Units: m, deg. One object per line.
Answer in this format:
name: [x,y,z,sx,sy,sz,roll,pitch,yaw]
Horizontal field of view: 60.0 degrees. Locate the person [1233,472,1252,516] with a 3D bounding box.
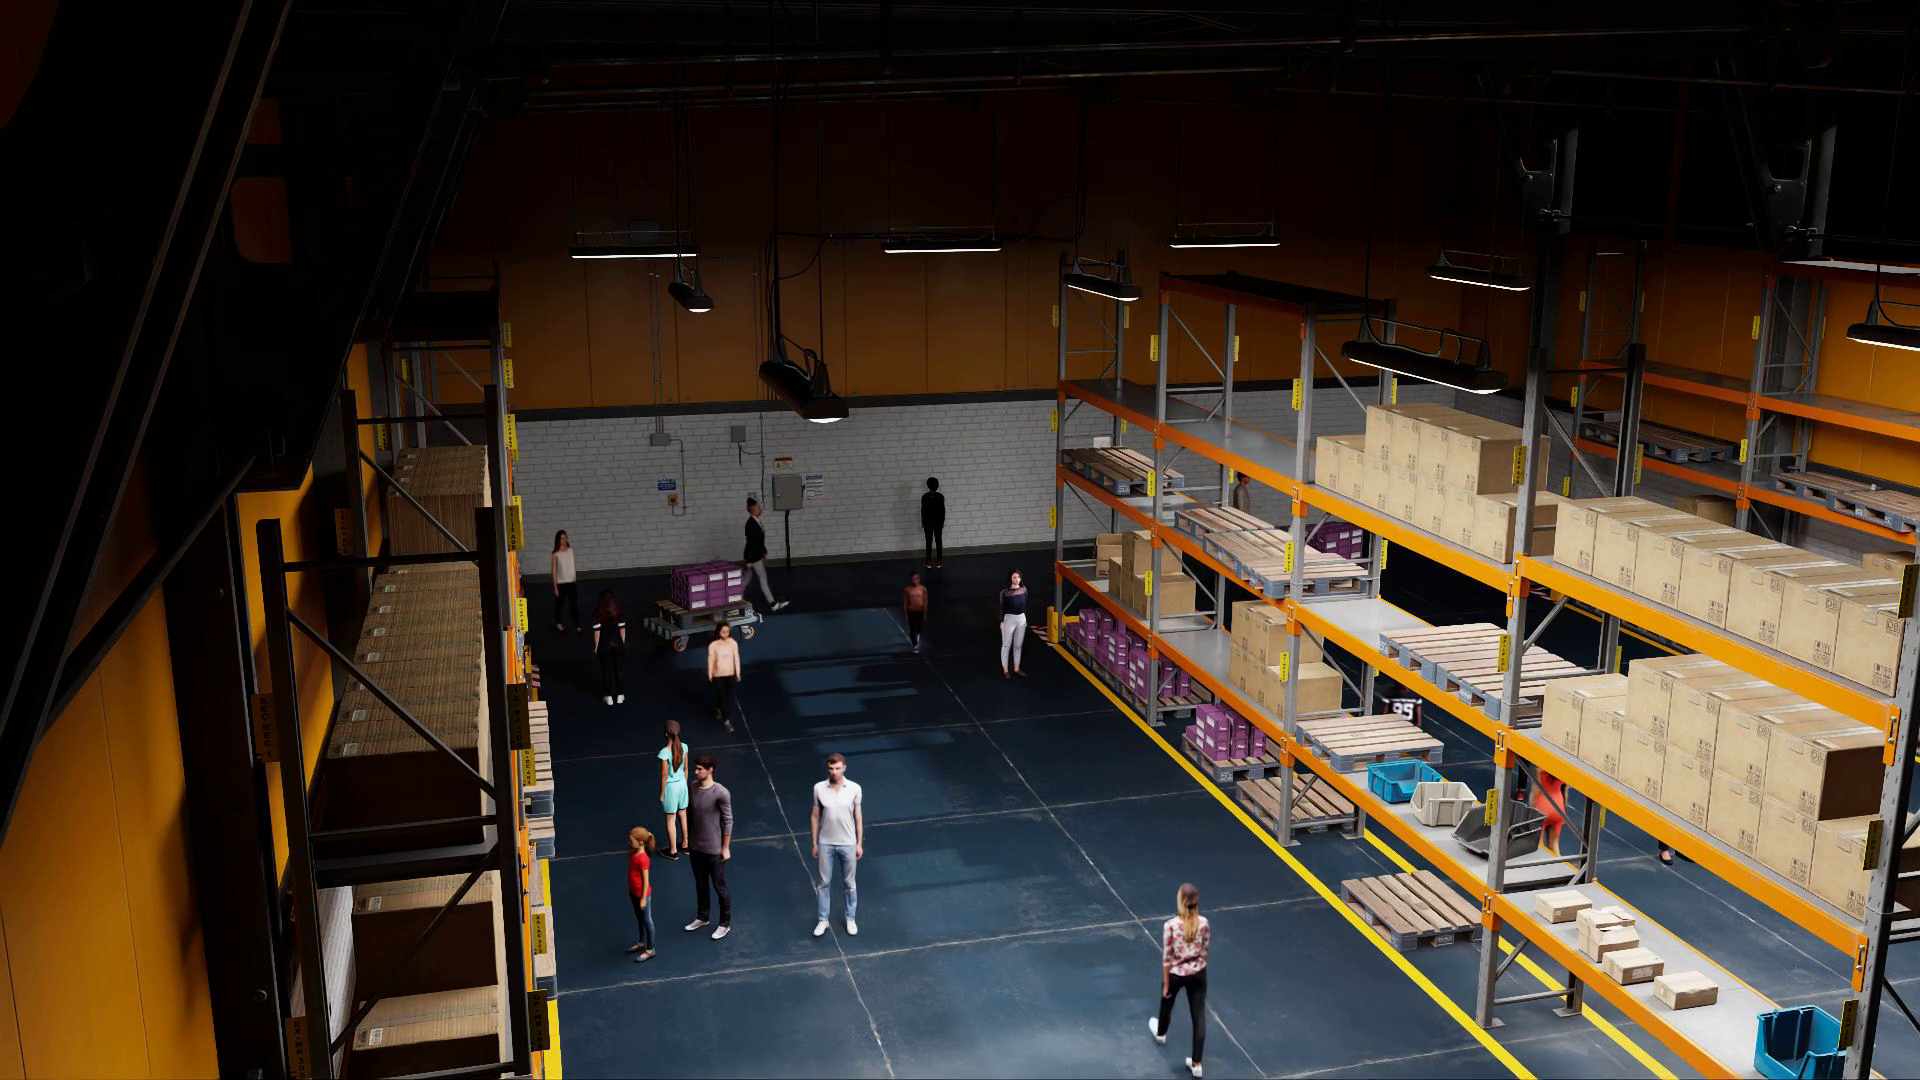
person: [5.026,-0.343,29.791,0.799,1.902,0.653,2,14,7]

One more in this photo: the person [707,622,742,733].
person: [-3.159,1.774,22.014,0.758,1.448,1.081,-8,16,-28]

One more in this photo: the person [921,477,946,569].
person: [-0.483,-0.327,30.208,0.615,1.675,0.574,-2,14,-8]

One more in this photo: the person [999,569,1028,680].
person: [0.781,1.204,24.032,0.648,1.607,0.611,-7,15,-28]

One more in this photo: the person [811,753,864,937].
person: [-1.203,2.958,16.271,0.703,1.851,0.632,0,14,-1]

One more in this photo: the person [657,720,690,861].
person: [-3.100,2.685,18.017,0.684,1.558,0.645,12,18,40]

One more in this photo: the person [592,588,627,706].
person: [-4.819,1.458,22.916,0.623,1.639,0.606,-5,15,-21]

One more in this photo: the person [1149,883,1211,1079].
person: [1.903,3.687,13.814,0.623,1.590,1.032,-3,14,-11]

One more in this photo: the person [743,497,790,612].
person: [-3.481,0.263,27.288,1.026,1.904,1.217,1,14,3]

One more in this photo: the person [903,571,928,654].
person: [-0.680,1.070,25.357,0.599,1.243,0.823,-1,14,-5]

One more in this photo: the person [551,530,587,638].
person: [-6.226,0.692,25.998,0.894,1.676,1.164,-10,17,-37]

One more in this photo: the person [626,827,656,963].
person: [-3.030,3.344,15.822,0.599,1.311,0.509,-8,16,-31]

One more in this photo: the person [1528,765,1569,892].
person: [6.055,2.814,17.143,0.575,1.719,0.521,-3,14,-12]

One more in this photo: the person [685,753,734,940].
person: [-2.456,2.961,16.252,0.724,1.852,0.796,8,16,31]
